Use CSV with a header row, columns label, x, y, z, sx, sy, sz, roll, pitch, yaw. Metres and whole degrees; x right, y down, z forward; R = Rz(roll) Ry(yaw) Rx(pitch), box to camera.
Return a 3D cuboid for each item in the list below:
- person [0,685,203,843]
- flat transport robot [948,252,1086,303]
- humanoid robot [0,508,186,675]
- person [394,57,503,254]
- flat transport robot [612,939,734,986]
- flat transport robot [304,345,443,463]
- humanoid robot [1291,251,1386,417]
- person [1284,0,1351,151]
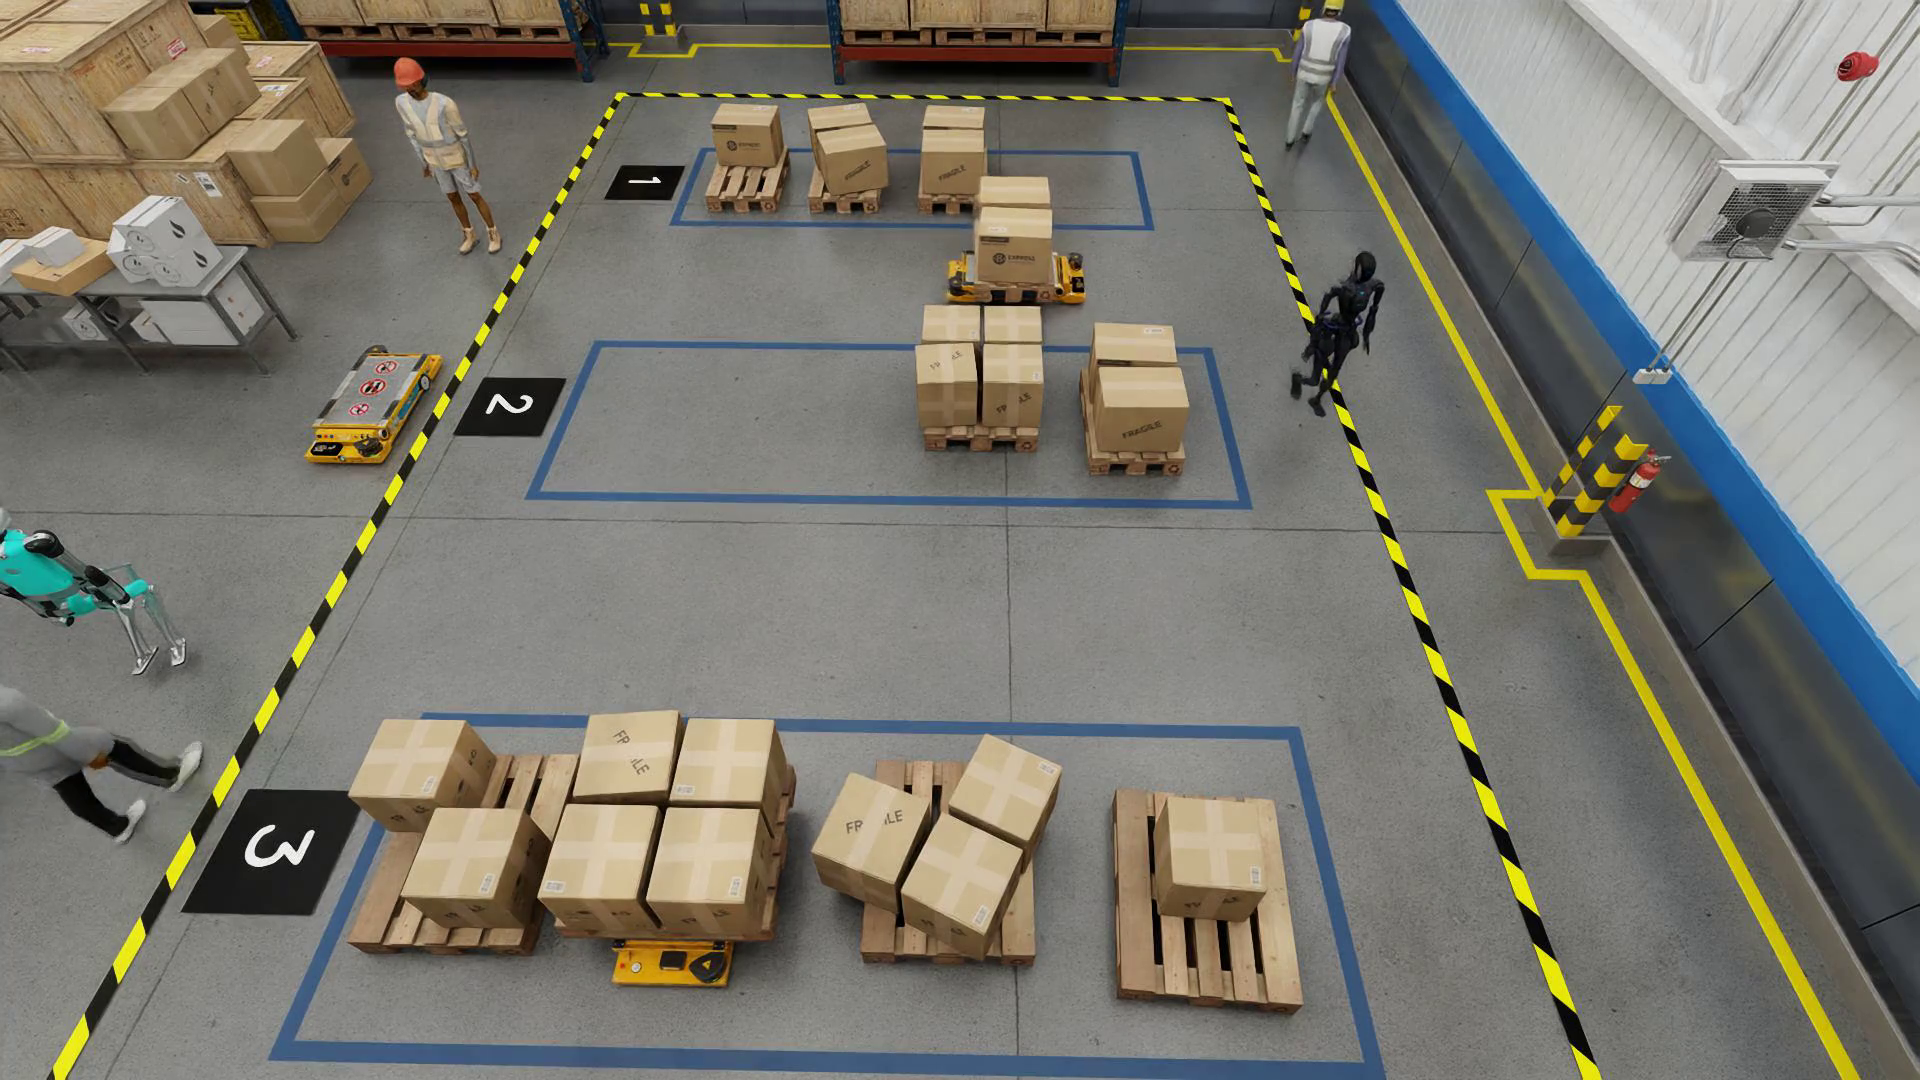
label,x,y,z,sx,sy,sz,roll,pitch,yaw
person,-5.323,1.150,5.364,0.605,1.843,0.488,-1,50,-1
flat transport robot,0.599,-2.795,9.713,1.431,0.197,0.652,1,50,1
humanoid robot,-5.811,0.253,6.105,0.533,1.673,0.735,-11,51,-10
person,-5.346,-3.952,9.548,0.606,2.048,0.365,0,50,0
flat transport robot,-1.659,1.971,5.681,0.652,0.197,1.431,1,50,1
flat transport robot,-5.383,-1.269,8.441,0.659,0.231,1.431,1,50,1
humanoid robot,3.282,-1.802,7.973,0.598,1.646,0.416,-8,50,-7
person,4.362,-5.739,11.210,0.632,1.808,0.642,19,52,16
